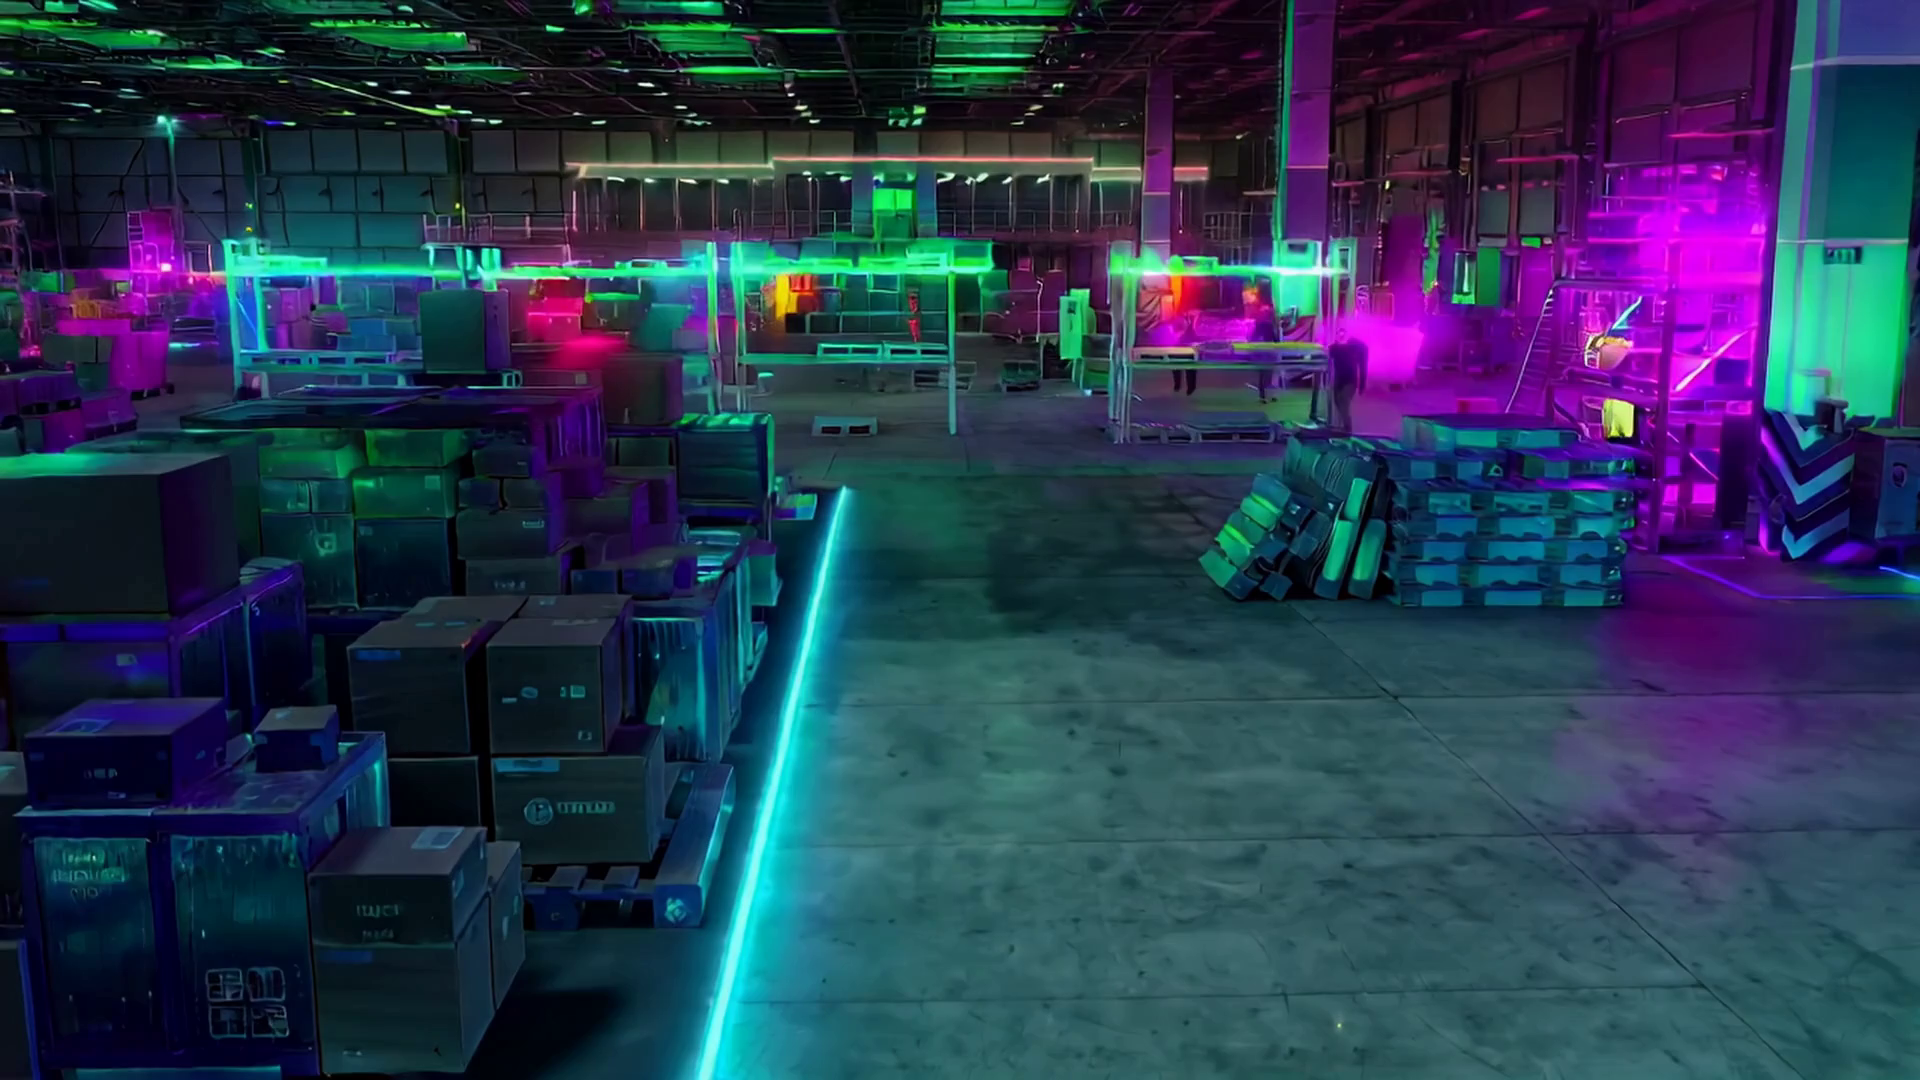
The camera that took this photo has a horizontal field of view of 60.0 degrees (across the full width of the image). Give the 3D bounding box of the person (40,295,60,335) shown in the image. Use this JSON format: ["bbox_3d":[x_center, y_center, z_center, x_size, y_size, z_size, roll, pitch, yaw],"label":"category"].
[{"bbox_3d":[-24.513,-5.819,44.908,0.564,1.611,0.512,8,13,37],"label":"person"}]

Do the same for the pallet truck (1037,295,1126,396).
[{"bbox_3d":[2.483,-3.881,33.060,1.885,1.965,0.823,-7,13,-36],"label":"pallet truck"}]

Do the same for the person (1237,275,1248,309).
[{"bbox_3d":[12.629,-11.212,74.367,0.636,1.828,0.548,-3,11,-18],"label":"person"}]

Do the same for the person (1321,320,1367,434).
[{"bbox_3d":[5.427,-2.170,23.741,0.738,1.912,0.661,-8,13,-39],"label":"person"}]

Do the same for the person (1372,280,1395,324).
[{"bbox_3d":[11.946,-6.362,46.993,0.611,1.965,0.896,3,11,15],"label":"person"}]

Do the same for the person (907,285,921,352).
[{"bbox_3d":[-1.228,-5.830,44.273,0.352,1.877,0.573,-3,11,-17],"label":"person"}]

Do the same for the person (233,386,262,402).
[{"bbox_3d":[-6.102,-0.454,14.528,0.617,1.809,0.942,6,12,31],"label":"person"}]

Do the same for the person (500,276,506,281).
[{"bbox_3d":[-15.708,-8.182,57.423,0.868,1.847,0.612,6,12,31],"label":"person"}]

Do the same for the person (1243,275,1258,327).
[{"bbox_3d":[9.796,-8.020,56.254,0.616,1.945,0.398,-7,13,-36],"label":"person"}]

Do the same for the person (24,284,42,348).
[{"bbox_3d":[-26.435,-6.396,47.533,0.600,1.830,0.404,6,12,30],"label":"person"}]

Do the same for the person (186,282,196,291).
[{"bbox_3d":[-25.651,-7.771,55.539,0.496,1.709,0.847,0,10,2],"label":"person"}]

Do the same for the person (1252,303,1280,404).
[{"bbox_3d":[5.739,-3.473,31.044,0.608,1.901,0.498,-3,11,-18],"label":"person"}]

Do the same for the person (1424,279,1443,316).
[{"bbox_3d":[14.986,-7.328,52.683,0.513,1.853,0.510,-2,10,-10],"label":"person"}]

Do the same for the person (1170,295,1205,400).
[{"bbox_3d":[4.336,-3.696,31.911,0.706,2.000,0.539,-3,11,-17],"label":"person"}]

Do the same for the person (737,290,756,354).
[{"bbox_3d":[-5.128,-4.996,39.540,0.552,1.906,0.905,5,12,28],"label":"person"}]

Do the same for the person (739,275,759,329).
[{"bbox_3d":[-7.486,-8.300,58.049,1.017,1.861,0.612,9,13,40],"label":"person"}]
